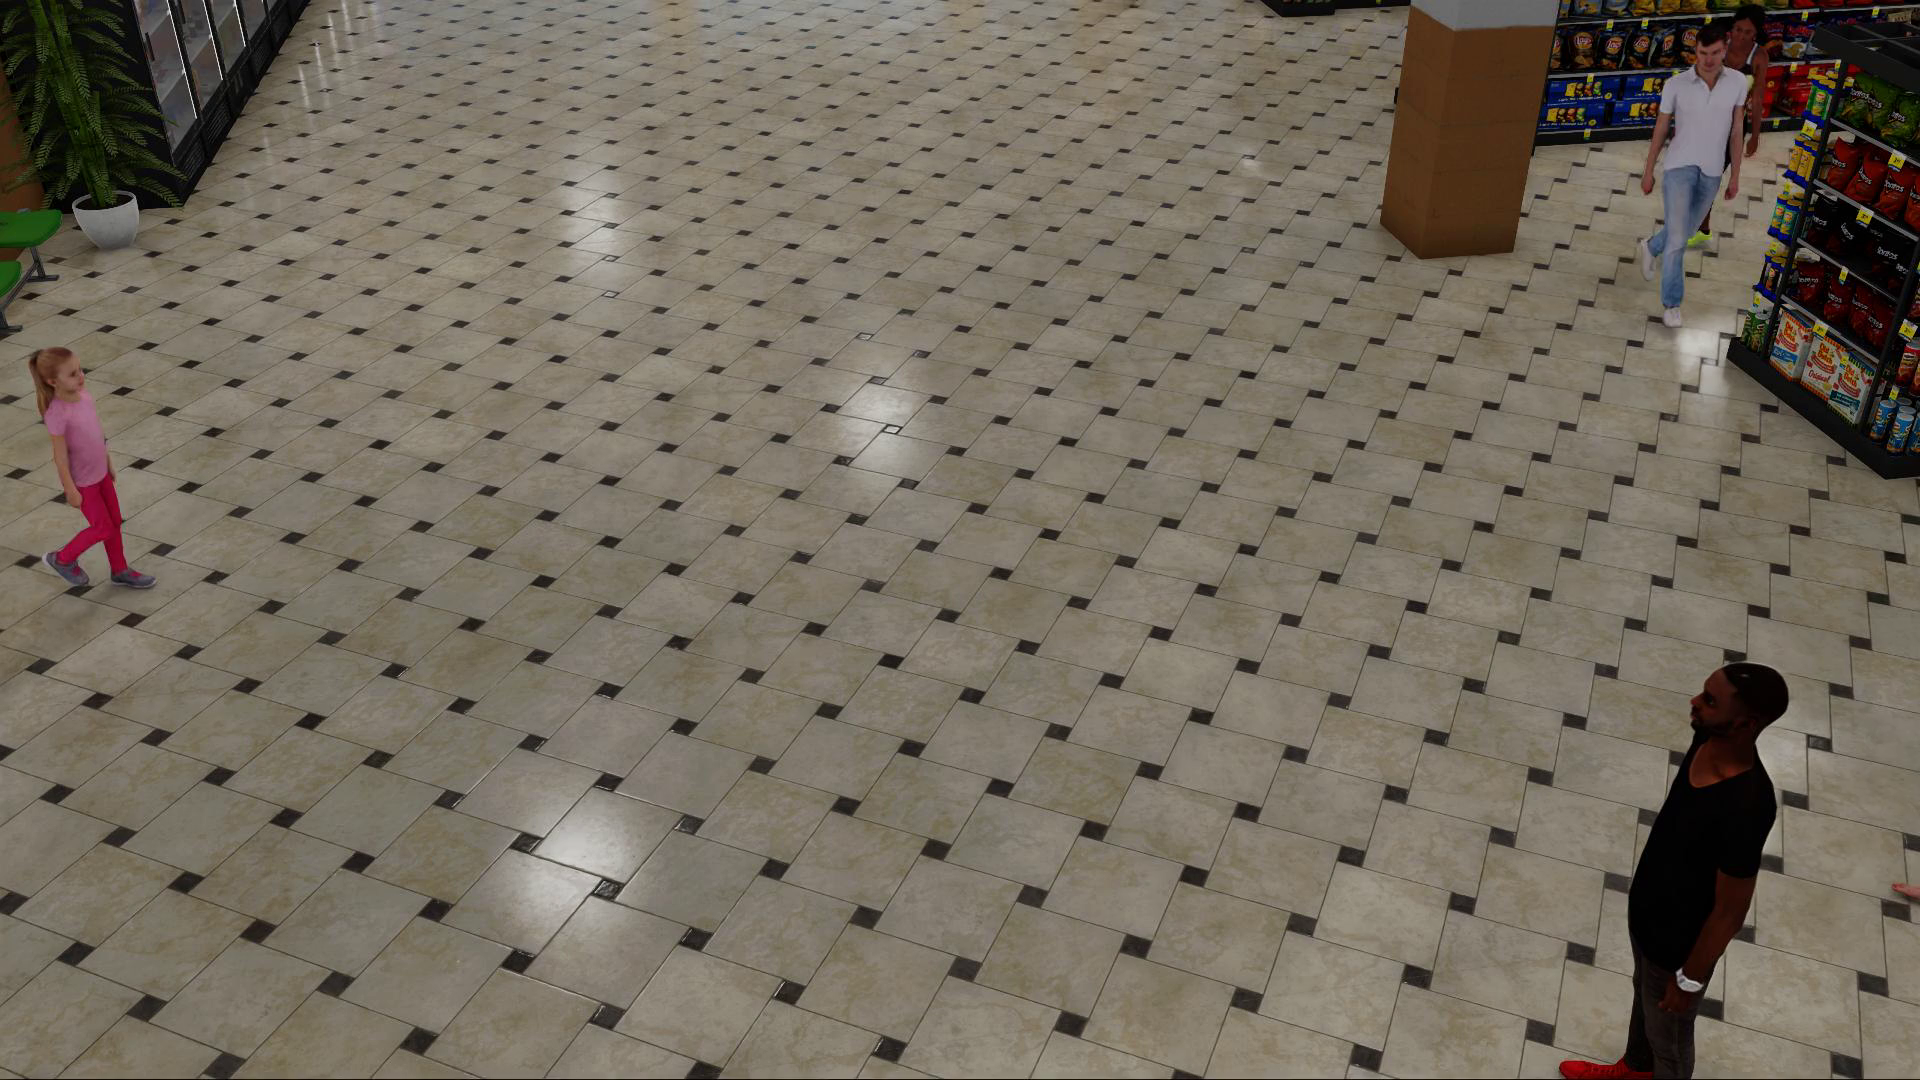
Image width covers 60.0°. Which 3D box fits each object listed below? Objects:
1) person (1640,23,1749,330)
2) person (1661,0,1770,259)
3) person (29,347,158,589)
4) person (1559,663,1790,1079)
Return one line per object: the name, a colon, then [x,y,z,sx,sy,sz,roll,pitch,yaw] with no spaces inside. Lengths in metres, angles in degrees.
person: [4.502,-2.291,10.310,1.171,1.810,0.902,-1,32,-2]
person: [5.114,-2.714,11.080,1.028,1.714,0.926,-22,38,-32]
person: [-4.066,-0.300,7.629,0.702,1.262,0.562,0,32,1]
person: [2.116,1.104,4.859,0.644,1.804,0.707,5,32,7]
